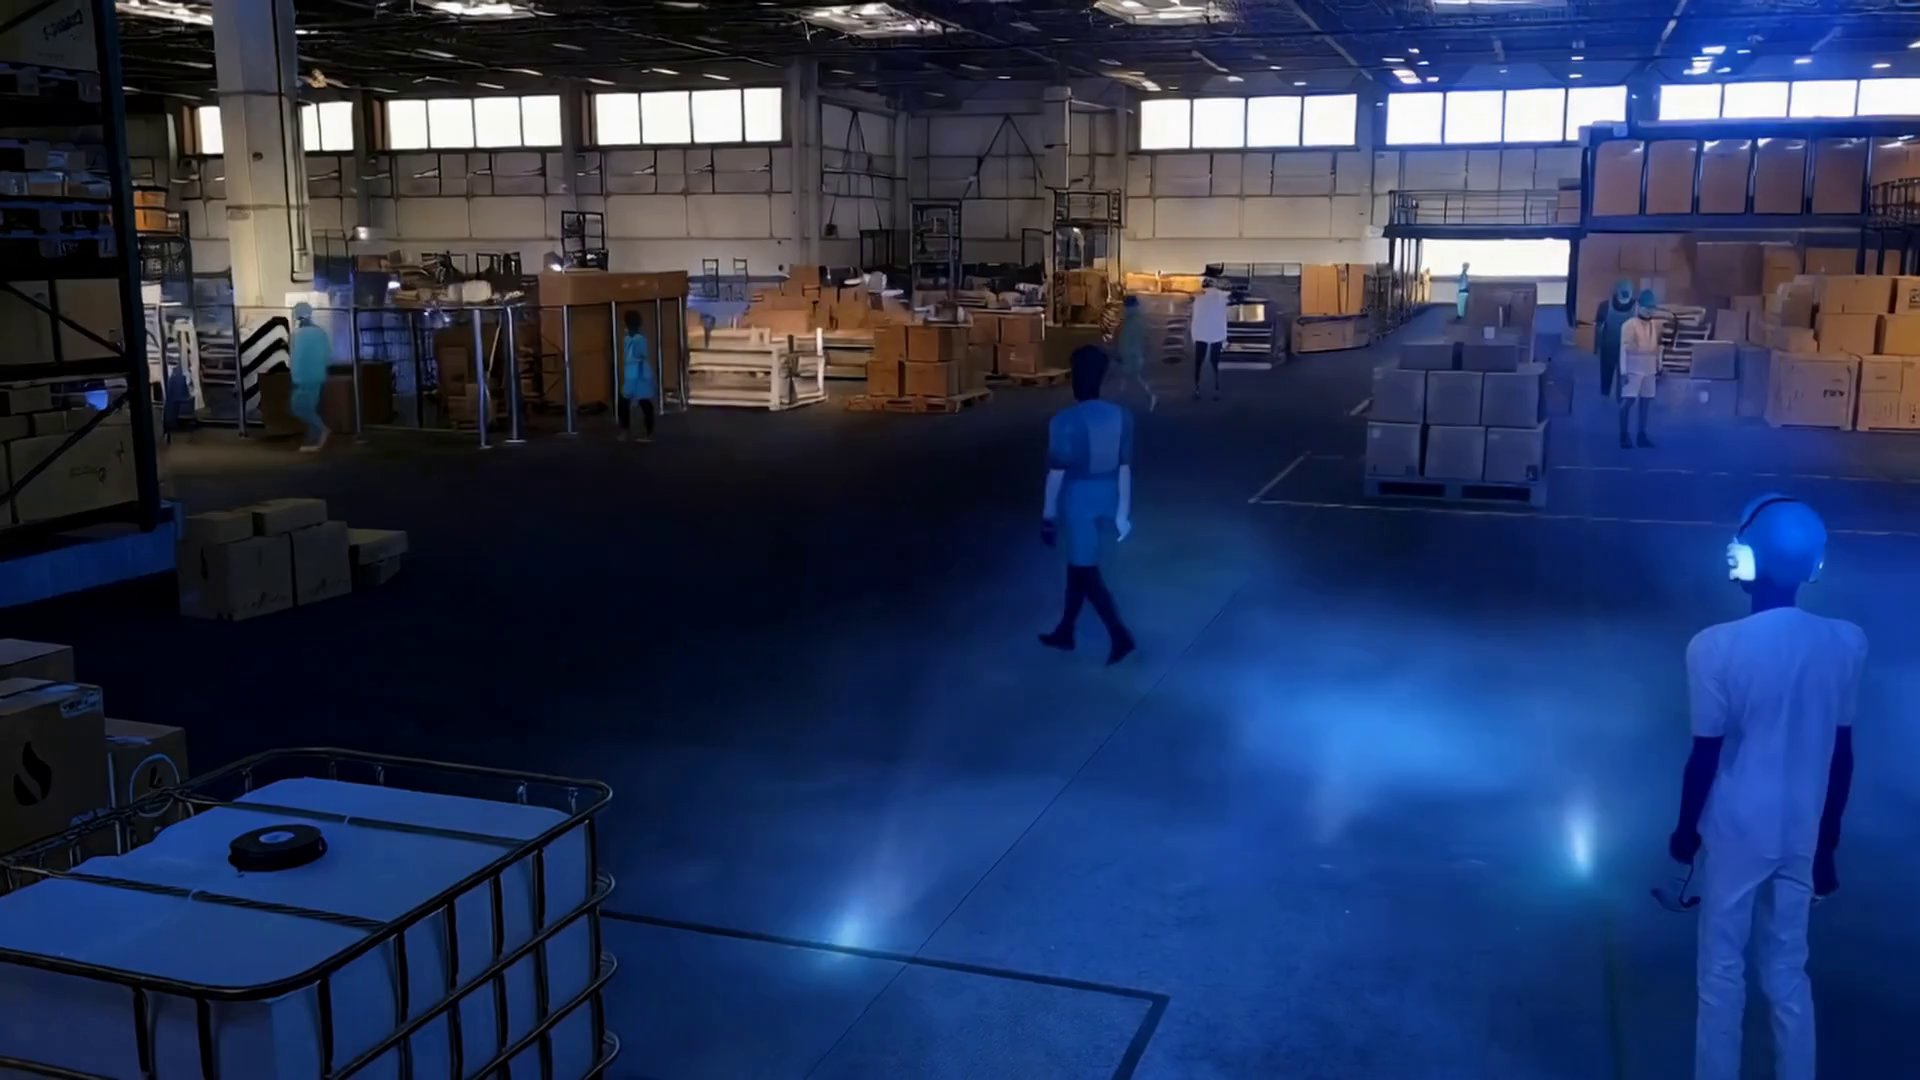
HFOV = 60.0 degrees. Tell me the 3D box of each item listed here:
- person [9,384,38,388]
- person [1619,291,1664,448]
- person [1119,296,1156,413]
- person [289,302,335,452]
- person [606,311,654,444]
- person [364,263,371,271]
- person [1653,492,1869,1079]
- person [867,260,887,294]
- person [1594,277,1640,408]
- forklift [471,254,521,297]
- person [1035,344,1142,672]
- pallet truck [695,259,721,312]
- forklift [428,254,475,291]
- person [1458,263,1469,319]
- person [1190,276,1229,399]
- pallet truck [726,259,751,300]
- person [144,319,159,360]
[{"bbox_3d":[-11.578,-1.963,20.493,0.400,1.690,0.600,-2,10,-9],"label":"person"},{"bbox_3d":[8.404,-2.094,20.512,0.545,1.942,0.354,-2,10,-9],"label":"person"},{"bbox_3d":[2.605,-2.739,24.696,0.529,1.753,0.582,-7,13,-36],"label":"person"},{"bbox_3d":[-7.812,-1.946,20.024,0.470,1.812,0.609,2,10,13],"label":"person"},{"bbox_3d":[-4.162,-2.024,20.841,0.706,1.668,0.558,-7,12,-36],"label":"person"},{"bbox_3d":[-21.222,-8.988,59.613,1.049,1.849,0.658,-4,11,-21],"label":"person"},{"bbox_3d":[2.088,0.805,4.385,0.507,1.872,0.329,-2,10,-11],"label":"person"},{"bbox_3d":[-2.690,-8.067,53.947,0.640,2.012,0.807,0,10,-1],"label":"person"},{"bbox_3d":[10.101,-3.026,25.479,0.711,2.000,0.536,4,11,21],"label":"person"},{"bbox_3d":[-17.990,-10.121,64.684,1.157,1.987,2.680,3,11,17],"label":"forklift"},{"bbox_3d":[0.783,-0.199,9.886,0.616,1.928,0.960,-8,13,-39],"label":"person"},{"bbox_3d":[-9.165,-9.627,62.776,0.823,1.965,1.885,4,11,23],"label":"pallet truck"},{"bbox_3d":[-20.133,-10.254,65.465,1.157,1.987,2.680,3,11,19],"label":"forklift"},{"bbox_3d":[17.052,-8.426,56.328,0.355,1.886,0.572,5,11,25],"label":"person"},{"bbox_3d":[4.045,-3.272,26.990,0.622,1.994,0.381,1,10,4],"label":"person"},{"bbox_3d":[-7.986,-9.493,62.019,0.823,1.965,1.885,3,11,17],"label":"pallet truck"},{"bbox_3d":[-17.381,-4.658,35.559,0.556,1.718,0.903,-5,11,-28],"label":"person"}]
